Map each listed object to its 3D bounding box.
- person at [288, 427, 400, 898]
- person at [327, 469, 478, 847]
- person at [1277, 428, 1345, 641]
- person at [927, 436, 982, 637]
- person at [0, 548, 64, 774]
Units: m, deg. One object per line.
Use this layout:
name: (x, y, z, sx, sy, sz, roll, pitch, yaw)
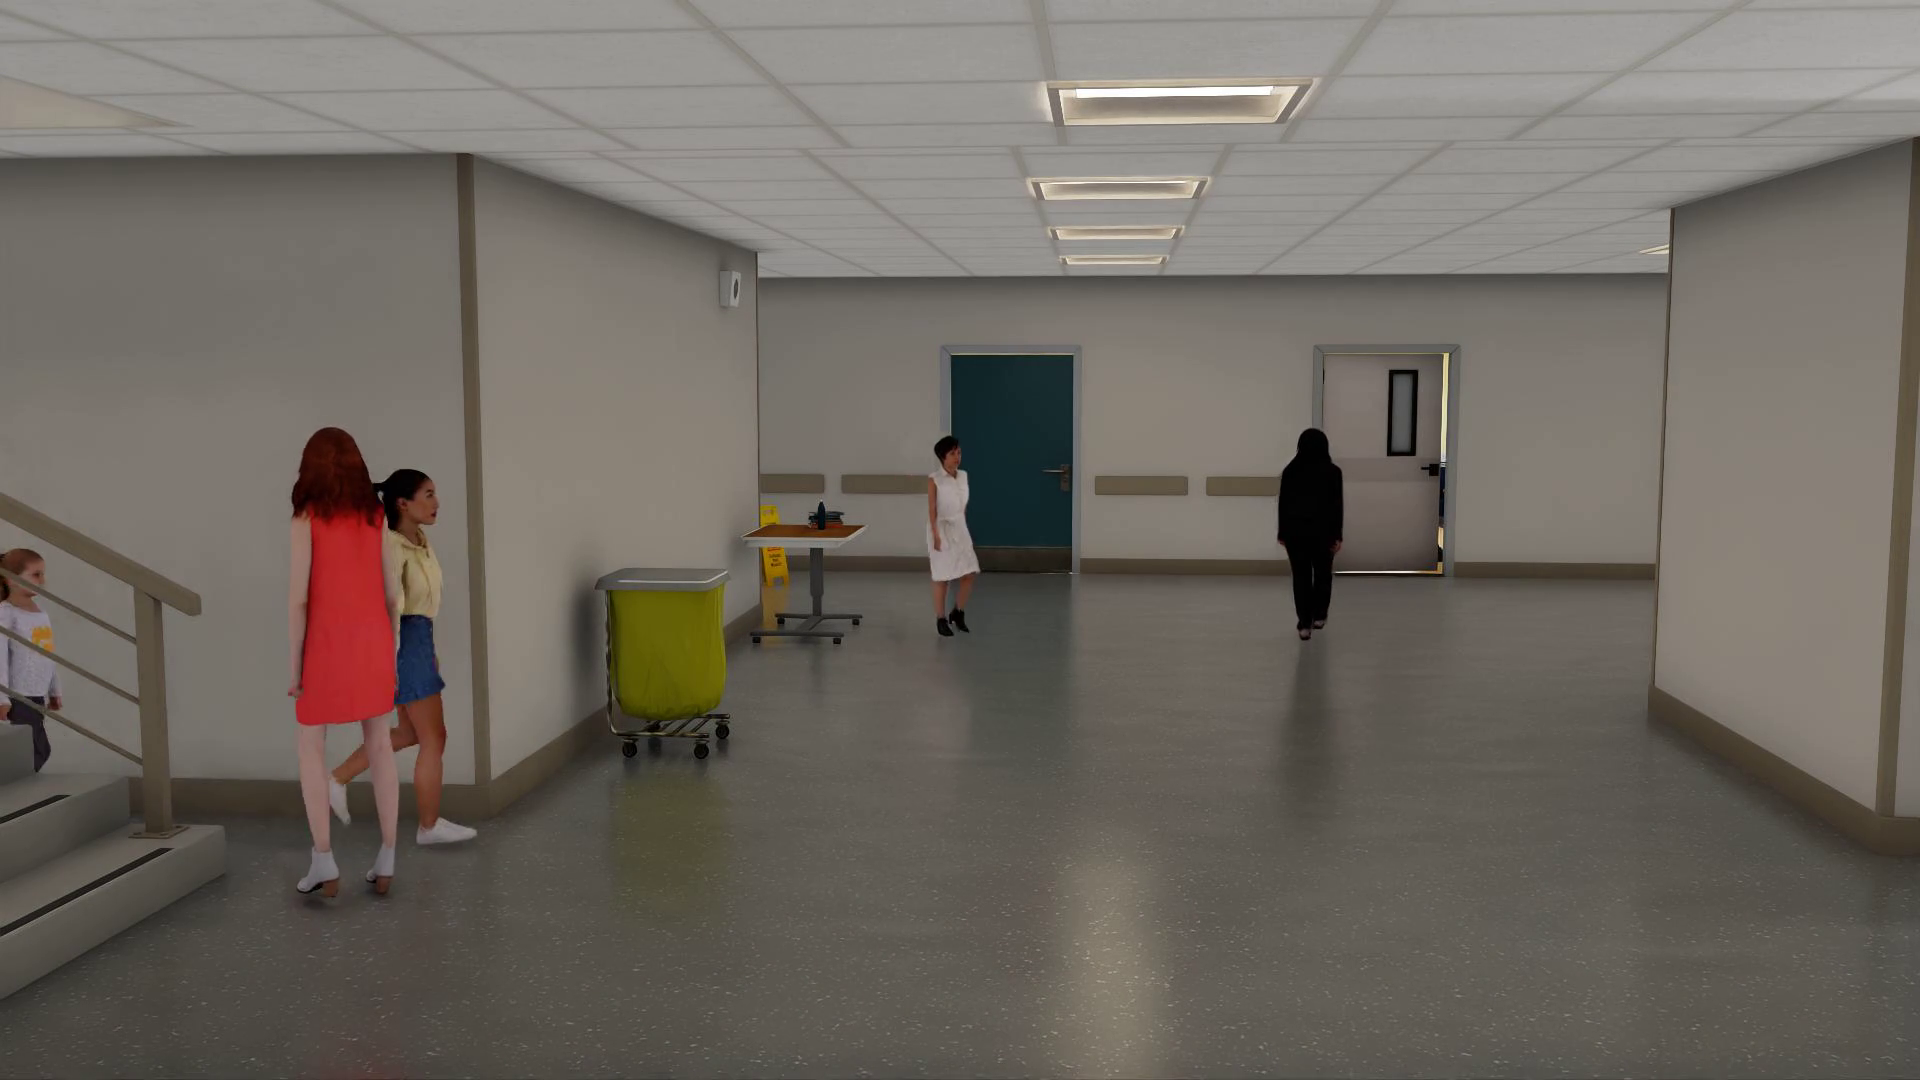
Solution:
person: (-2.360, 0.481, 6.441, 0.771, 1.809, 0.728, 5, 8, 44)
person: (-2.436, 0.513, 7.099, 0.982, 1.613, 0.746, -1, 6, -6)
person: (2.639, -0.020, 12.561, 0.985, 1.580, 0.830, 1, 6, 14)
person: (-0.141, -0.024, 12.797, 0.684, 1.541, 0.751, -4, 7, -36)
person: (-4.134, 0.673, 7.227, 0.519, 1.269, 0.508, 0, 6, 2)
